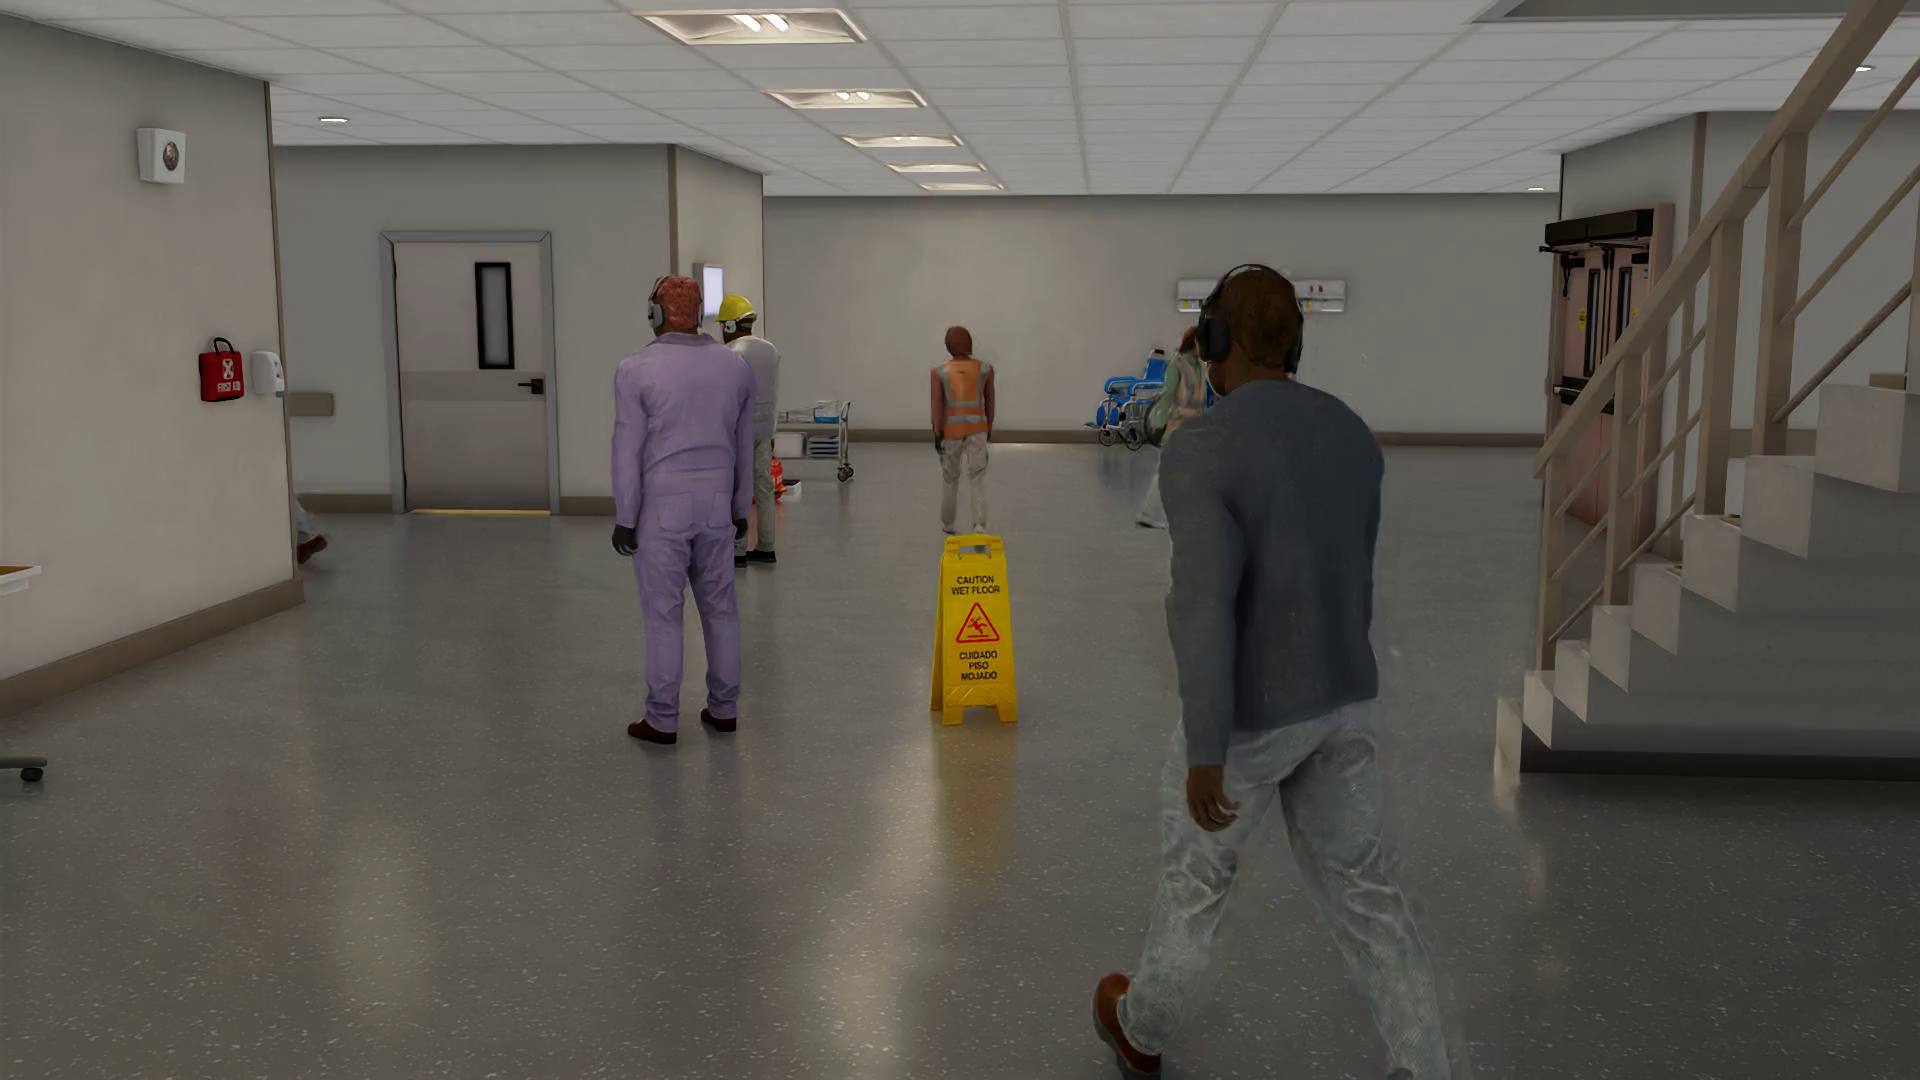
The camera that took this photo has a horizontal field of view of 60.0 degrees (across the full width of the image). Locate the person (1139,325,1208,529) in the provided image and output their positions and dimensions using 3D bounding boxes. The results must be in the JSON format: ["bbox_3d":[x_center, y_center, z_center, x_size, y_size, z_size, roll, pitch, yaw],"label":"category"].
[{"bbox_3d":[1.726,-0.842,12.719,0.883,1.581,0.549,6,10,34],"label":"person"}]

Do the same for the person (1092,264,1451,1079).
[{"bbox_3d":[0.670,0.368,3.512,0.664,1.877,1.049,-6,10,-34],"label":"person"}]

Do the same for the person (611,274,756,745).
[{"bbox_3d":[-1.147,-0.127,6.817,0.643,1.900,0.404,-8,11,-42],"label":"person"}]

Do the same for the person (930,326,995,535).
[{"bbox_3d":[0.027,-0.789,12.356,0.502,1.591,0.891,-1,8,-5],"label":"person"}]

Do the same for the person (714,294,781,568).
[{"bbox_3d":[-1.452,-0.723,11.129,0.403,1.824,0.591,7,11,38],"label":"person"}]
